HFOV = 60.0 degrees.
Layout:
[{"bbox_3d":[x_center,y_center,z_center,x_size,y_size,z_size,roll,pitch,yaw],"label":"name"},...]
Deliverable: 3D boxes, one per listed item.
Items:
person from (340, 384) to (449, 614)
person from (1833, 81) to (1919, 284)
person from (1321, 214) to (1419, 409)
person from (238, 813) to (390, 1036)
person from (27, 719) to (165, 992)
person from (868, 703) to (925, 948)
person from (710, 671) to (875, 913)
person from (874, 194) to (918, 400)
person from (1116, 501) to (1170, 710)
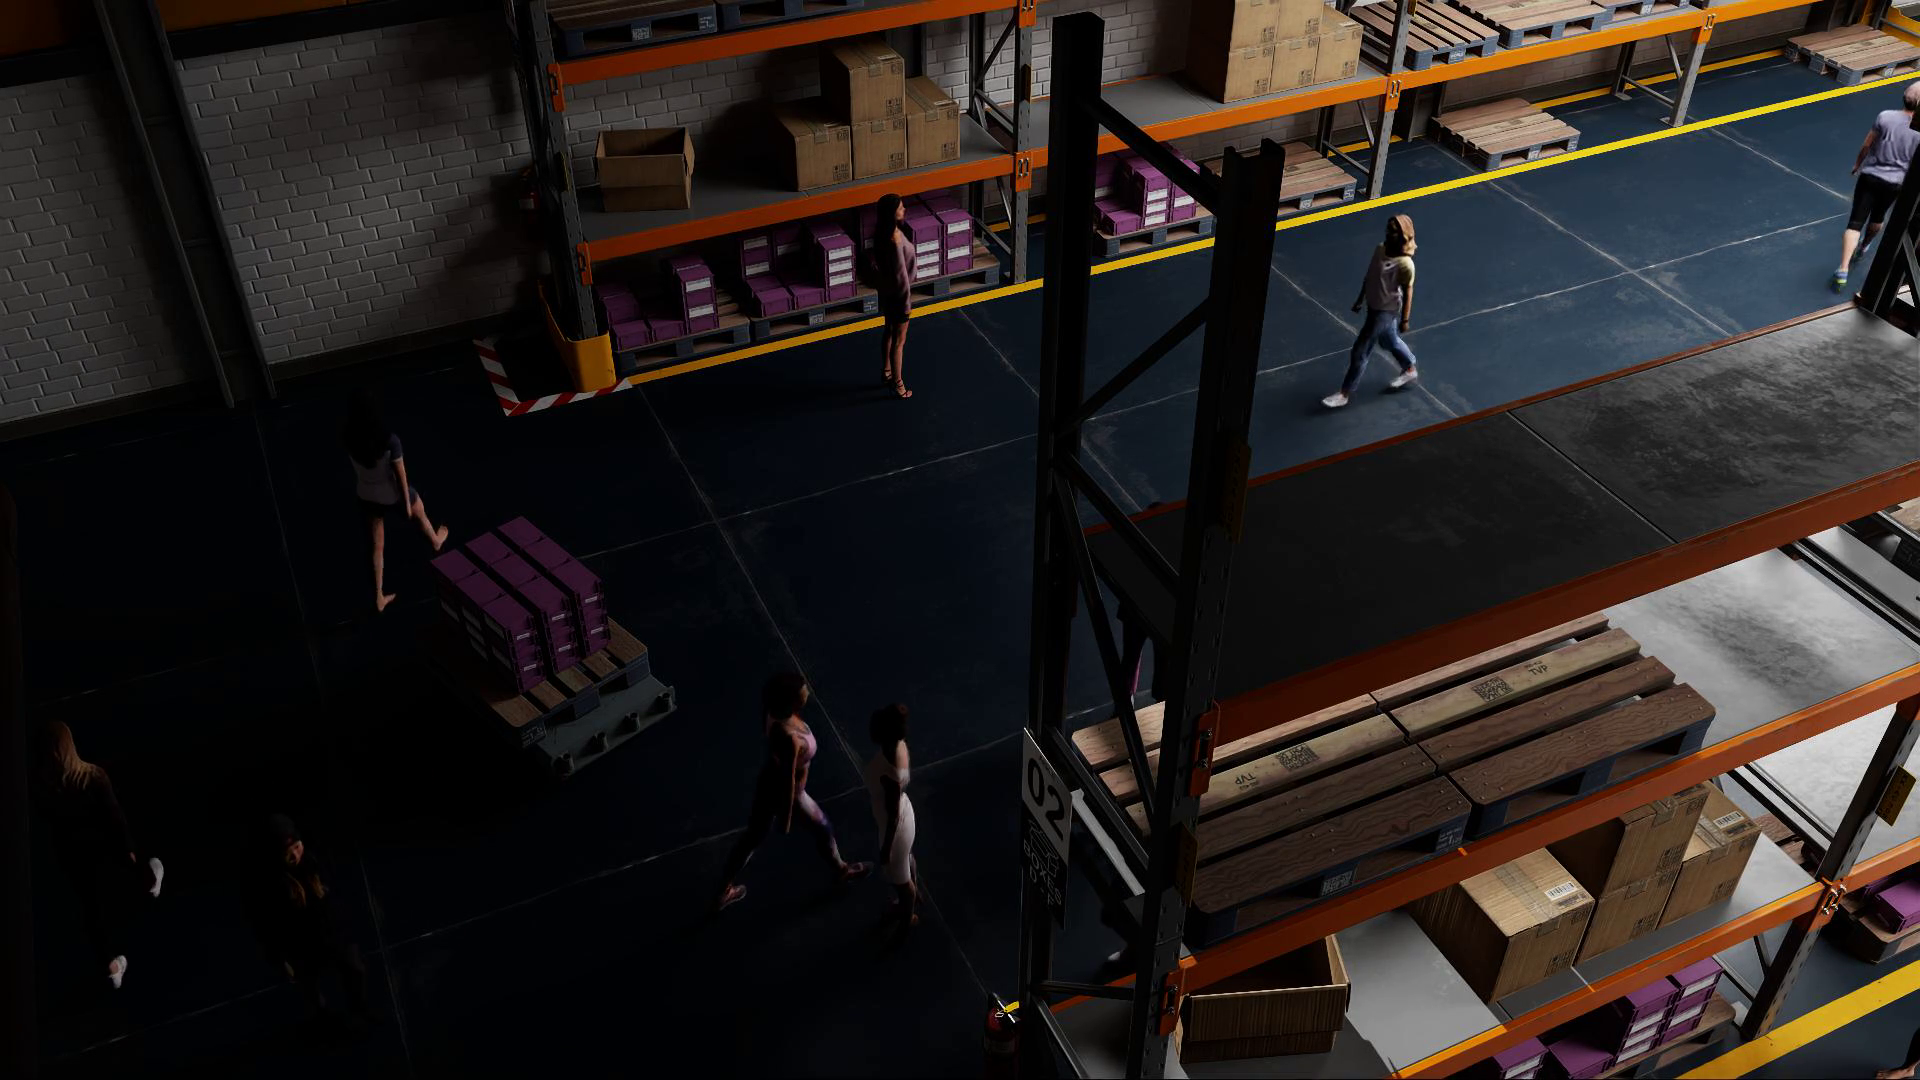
[{"bbox_3d":[-4.011,-0.257,11.452,1.182,1.643,1.073,5,39,6],"label":"person"},{"bbox_3d":[8.250,-3.167,14.938,1.146,1.839,1.301,19,42,22],"label":"person"},{"bbox_3d":[3.488,-1.861,13.432,1.192,1.679,0.715,-12,40,-15],"label":"person"},{"bbox_3d":[-3.446,1.980,8.632,0.839,1.667,0.736,29,47,31],"label":"person"},{"bbox_3d":[-4.707,1.717,8.972,1.121,1.655,0.864,-7,39,-9],"label":"person"},{"bbox_3d":[-0.345,1.566,9.048,0.622,1.794,0.644,-6,39,-8],"label":"person"},{"bbox_3d":[-1.051,1.453,9.251,1.203,1.719,0.659,-18,42,-22],"label":"person"},{"bbox_3d":[-0.537,-1.969,13.460,0.541,1.812,0.627,-13,40,-16],"label":"person"},{"bbox_3d":[1.203,0.464,10.470,0.640,1.743,0.722,9,39,11],"label":"person"}]
